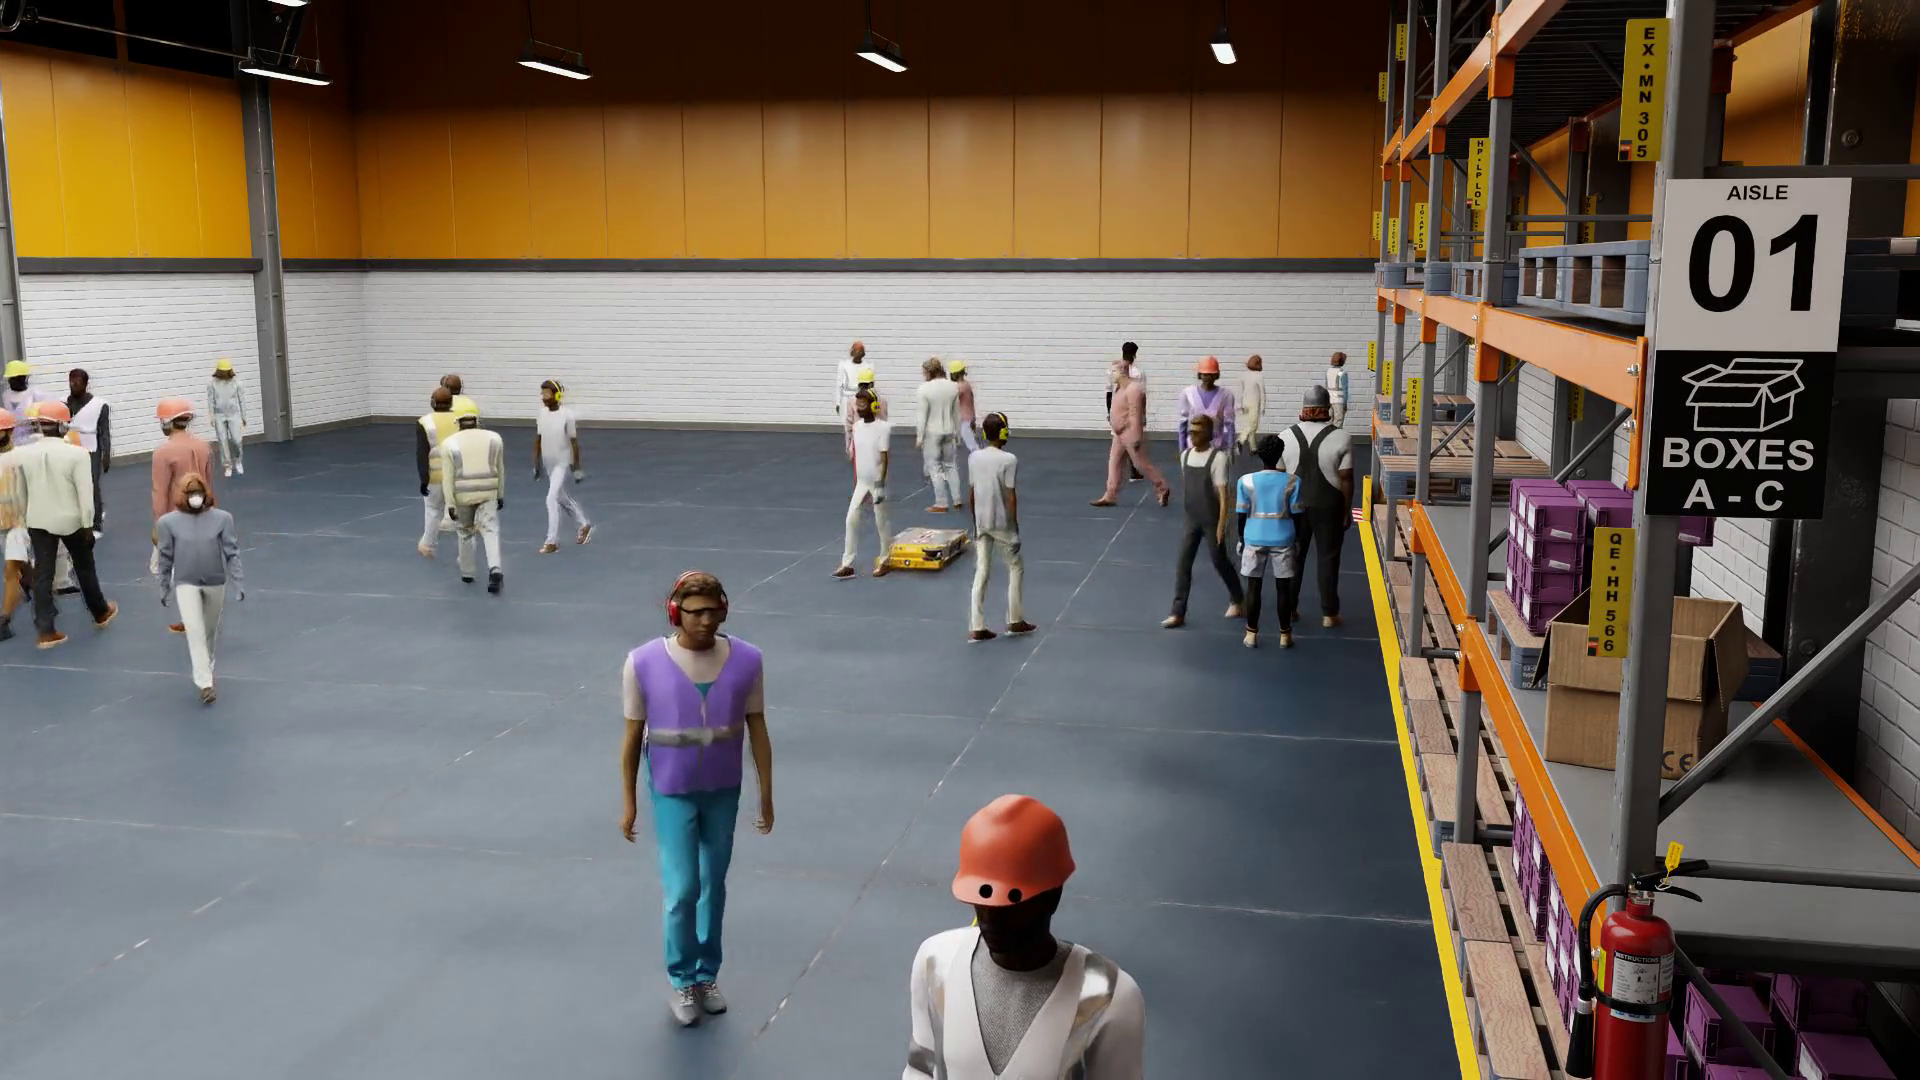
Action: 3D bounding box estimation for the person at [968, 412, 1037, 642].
[{"bbox_3d":[0.348,-0.110,13.481,0.567,1.840,0.778,7,12,38],"label":"person"}]

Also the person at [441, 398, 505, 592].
[{"bbox_3d":[-4.500,-0.418,15.457,0.586,1.809,0.835,-5,11,-26],"label":"person"}]

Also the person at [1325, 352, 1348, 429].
[{"bbox_3d":[6.016,-2.187,26.598,0.307,1.638,0.522,-5,10,-25],"label":"person"}]

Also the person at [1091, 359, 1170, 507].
[{"bbox_3d":[2.157,-1.327,20.764,0.938,1.868,0.668,-3,10,-15],"label":"person"}]

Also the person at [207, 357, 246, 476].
[{"bbox_3d":[-10.466,-1.750,23.752,0.491,1.717,0.444,-3,10,-20],"label":"person"}]

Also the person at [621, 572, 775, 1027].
[{"bbox_3d":[-1.032,1.029,6.638,0.605,1.826,0.547,-5,11,-27],"label":"person"}]

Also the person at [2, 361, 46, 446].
[{"bbox_3d":[-11.013,-1.142,19.482,0.619,1.903,0.682,2,10,13],"label":"person"}]

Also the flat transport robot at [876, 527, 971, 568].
[{"bbox_3d":[-0.360,0.069,17.119,0.652,0.197,1.431,2,10,13],"label":"flat transport robot"}]

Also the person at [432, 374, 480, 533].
[{"bbox_3d":[-5.642,-0.963,18.697,0.817,1.814,0.631,4,10,22],"label":"person"}]

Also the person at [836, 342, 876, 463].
[{"bbox_3d":[-1.582,-2.093,25.440,0.595,1.830,1.004,-2,10,-13],"label":"person"}]

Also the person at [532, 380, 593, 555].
[{"bbox_3d":[-4.256,-0.799,17.732,0.515,1.840,0.941,6,11,31],"label":"person"}]

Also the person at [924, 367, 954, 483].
[{"bbox_3d":[-0.292,-1.603,23.134,0.522,1.610,0.554,-1,10,-7],"label":"person"}]

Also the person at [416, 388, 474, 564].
[{"bbox_3d":[-5.244,-0.656,16.941,0.637,1.781,0.988,-7,12,-37],"label":"person"}]

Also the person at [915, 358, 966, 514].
[{"bbox_3d":[-0.237,-1.255,20.216,0.750,1.914,0.345,-8,13,-41],"label":"person"}]

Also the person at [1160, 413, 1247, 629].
[{"bbox_3d":[2.107,-0.180,14.040,0.960,1.809,0.531,-9,13,-42],"label":"person"}]

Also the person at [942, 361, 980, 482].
[{"bbox_3d":[0.078,-1.624,23.008,0.938,1.707,0.533,3,10,19],"label":"person"}]

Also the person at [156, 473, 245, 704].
[{"bbox_3d":[-5.286,0.322,11.613,0.520,1.579,0.845,-7,11,-35],"label":"person"}]

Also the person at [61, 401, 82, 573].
[{"bbox_3d":[-8.809,-0.524,16.408,0.316,1.696,0.541,-2,10,-12],"label":"person"}]

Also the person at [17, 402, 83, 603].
[{"bbox_3d":[-8.225,-0.327,14.889,0.599,1.807,0.726,5,11,28],"label":"person"}]

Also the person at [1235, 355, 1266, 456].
[{"bbox_3d":[4.575,-2.121,26.307,0.670,1.609,0.509,-6,11,-34],"label":"person"}]

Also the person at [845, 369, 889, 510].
[{"bbox_3d":[-1.130,-1.206,20.365,0.547,1.770,0.455,1,10,8],"label":"person"}]

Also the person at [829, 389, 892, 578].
[{"bbox_3d":[-0.919,-0.515,15.943,0.515,1.841,0.829,7,11,35],"label":"person"}]

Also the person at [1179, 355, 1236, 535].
[{"bbox_3d":[2.751,-1.043,18.534,0.627,2.023,0.602,1,10,9],"label":"person"}]

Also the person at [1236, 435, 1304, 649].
[{"bbox_3d":[2.440,0.018,13.138,0.530,1.697,0.321,2,10,10],"label":"person"}]

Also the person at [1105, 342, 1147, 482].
[{"bbox_3d":[2.343,-1.797,23.283,0.612,1.958,0.393,6,11,30],"label":"person"}]

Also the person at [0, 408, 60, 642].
[{"bbox_3d":[-7.795,-0.158,13.678,0.555,1.888,1.012,1,9,4],"label":"person"}]

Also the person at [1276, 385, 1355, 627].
[{"bbox_3d":[3.007,-0.306,14.055,0.684,2.000,0.535,5,11,28],"label":"person"}]

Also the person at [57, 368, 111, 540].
[{"bbox_3d":[-9.636,-0.945,18.324,0.613,1.901,0.463,1,9,5],"label":"person"}]

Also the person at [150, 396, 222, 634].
[{"bbox_3d":[-6.283,-0.179,13.463,0.504,1.976,0.651,2,10,12],"label":"person"}]

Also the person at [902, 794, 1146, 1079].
[{"bbox_3d":[0.118,1.481,3.596,0.542,1.939,0.369,4,10,22],"label":"person"}]

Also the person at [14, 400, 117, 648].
[{"bbox_3d":[-7.247,-0.158,13.445,0.649,1.939,1.005,0,9,-3],"label":"person"}]
